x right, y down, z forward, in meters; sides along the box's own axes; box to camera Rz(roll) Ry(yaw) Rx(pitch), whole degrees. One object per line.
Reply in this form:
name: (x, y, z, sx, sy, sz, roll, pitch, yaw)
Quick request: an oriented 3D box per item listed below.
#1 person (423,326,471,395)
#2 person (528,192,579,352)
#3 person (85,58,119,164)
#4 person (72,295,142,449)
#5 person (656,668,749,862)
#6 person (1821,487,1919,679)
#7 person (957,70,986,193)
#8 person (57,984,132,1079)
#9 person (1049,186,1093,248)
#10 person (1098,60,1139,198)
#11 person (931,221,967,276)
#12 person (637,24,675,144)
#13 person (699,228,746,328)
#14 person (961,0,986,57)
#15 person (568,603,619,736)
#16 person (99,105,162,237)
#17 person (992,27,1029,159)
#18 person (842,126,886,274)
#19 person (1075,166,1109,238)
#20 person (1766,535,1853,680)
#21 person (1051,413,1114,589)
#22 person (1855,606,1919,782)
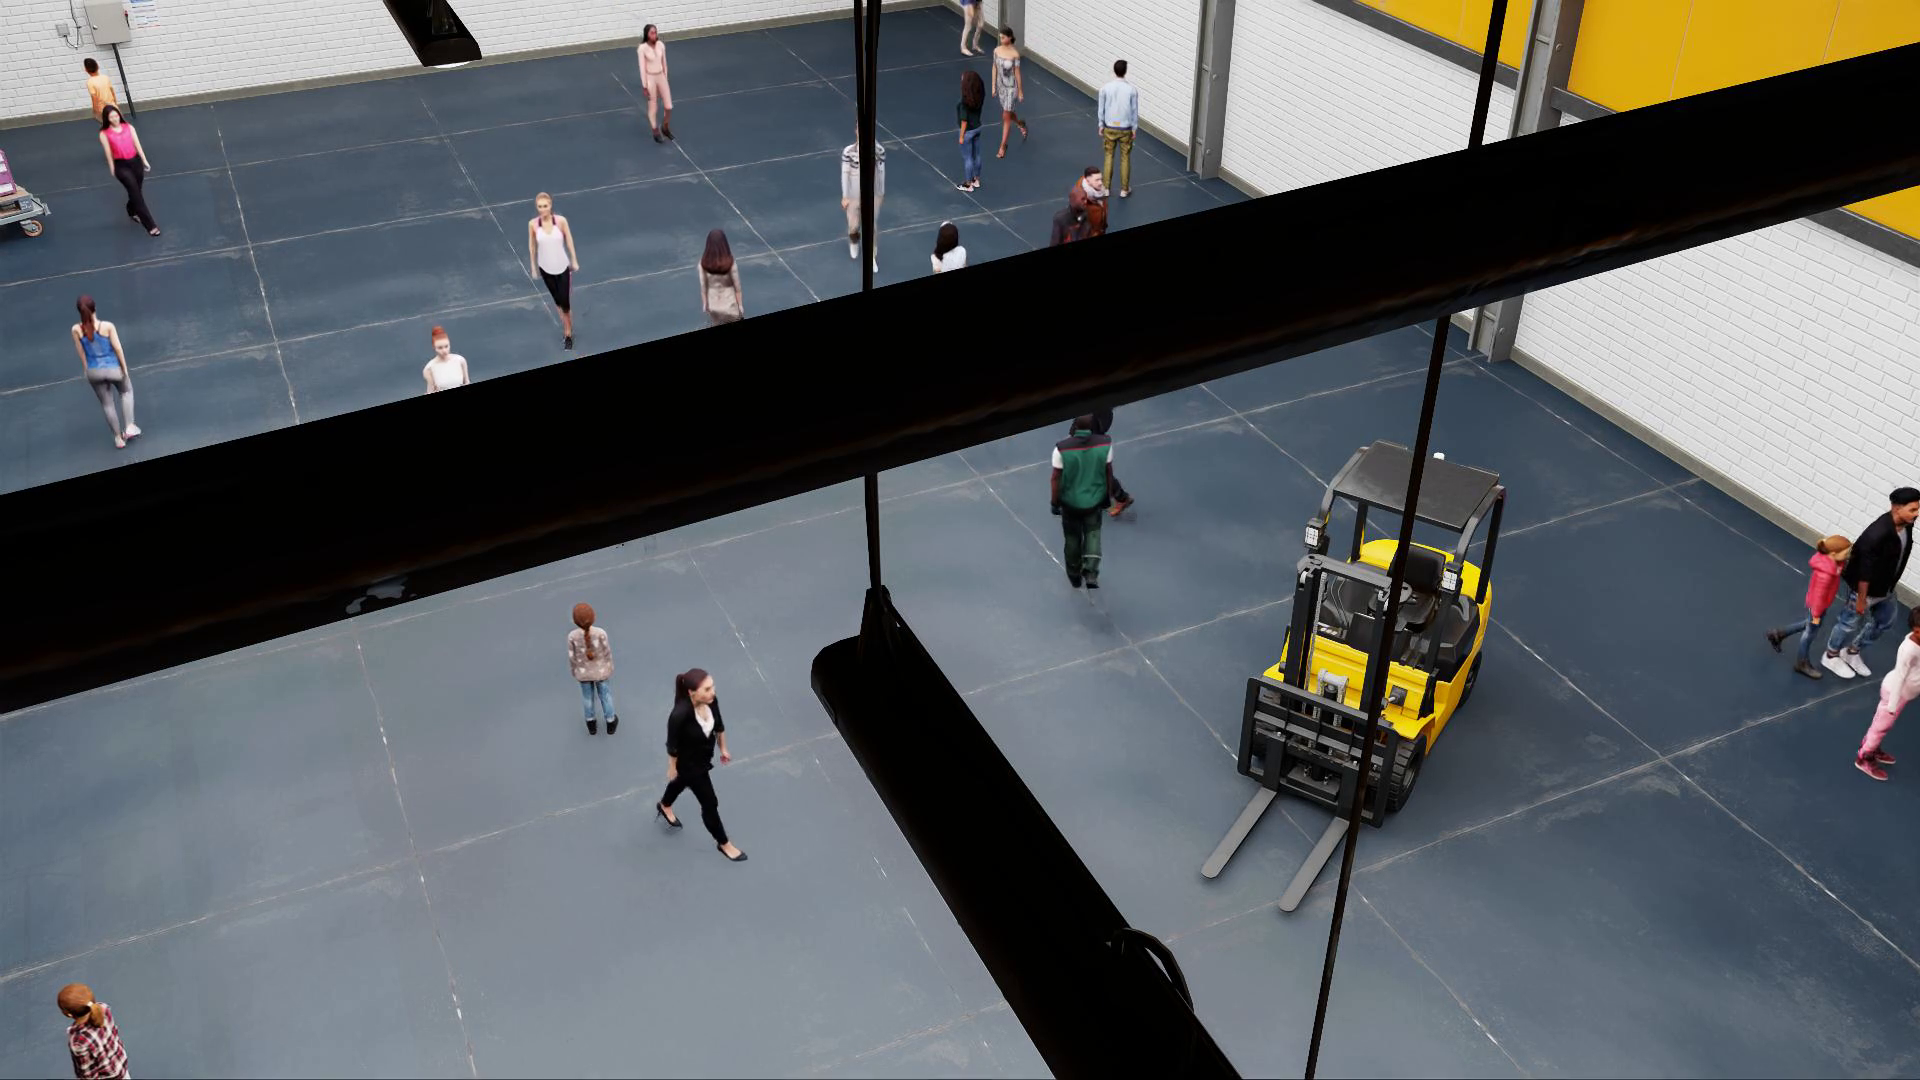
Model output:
person: (-4.800, -1.218, 15.680, 0.626, 1.765, 0.979, -17, 37, -24)
person: (-4.463, -3.026, 18.396, 0.815, 1.768, 0.916, -1, 34, -1)
person: (-11.862, -5.970, 23.103, 0.638, 1.460, 0.598, 16, 37, 22)
person: (-8.464, -1.635, 16.458, 0.595, 1.597, 0.601, -11, 35, -16)
person: (-1.928, 1.525, 11.695, 1.137, 1.607, 1.007, 17, 37, 24)
person: (7.256, 0.294, 13.374, 0.725, 1.799, 0.666, -18, 38, -25)
person: (0.137, -5.472, 22.212, 0.736, 1.617, 0.704, 22, 40, 30)
person: (-4.967, 3.057, 9.663, 0.669, 1.305, 0.569, 1, 34, 2)
person: (1.184, -3.075, 18.438, 0.864, 1.804, 1.180, -18, 38, -25)
person: (2.090, -5.439, 21.990, 0.762, 1.809, 0.779, 6, 34, 9)
person: (-0.051, -2.432, 17.497, 0.779, 1.775, 1.230, -9, 35, -13)
person: (-4.398, -6.502, 23.681, 0.683, 1.706, 0.684, -23, 40, -31)
person: (-2.504, -2.415, 17.505, 0.779, 1.736, 0.845, 6, 34, 8)
person: (0.176, -8.684, 27.005, 0.806, 1.661, 0.751, 18, 38, 25)
person: (-2.844, 0.995, 12.867, 0.526, 1.192, 0.528, -3, 34, -5)
person: (-10.548, -4.696, 21.044, 1.159, 1.618, 0.952, 20, 39, 28)
person: (0.736, -6.308, 23.319, 1.142, 1.784, 1.042, 21, 39, 29)
person: (-1.176, -4.193, 20.085, 0.803, 1.843, 0.895, -7, 34, -11)
person: (1.442, -3.344, 18.813, 0.895, 1.836, 0.845, 14, 36, 19)
person: (6.905, 0.504, 13.503, 0.834, 1.307, 0.710, 23, 40, 31)
person: (1.064, -0.304, 14.245, 0.839, 1.830, 0.956, -4, 34, -6)
person: (7.032, 1.105, 12.473, 0.621, 1.445, 0.621, 28, 42, 35)
